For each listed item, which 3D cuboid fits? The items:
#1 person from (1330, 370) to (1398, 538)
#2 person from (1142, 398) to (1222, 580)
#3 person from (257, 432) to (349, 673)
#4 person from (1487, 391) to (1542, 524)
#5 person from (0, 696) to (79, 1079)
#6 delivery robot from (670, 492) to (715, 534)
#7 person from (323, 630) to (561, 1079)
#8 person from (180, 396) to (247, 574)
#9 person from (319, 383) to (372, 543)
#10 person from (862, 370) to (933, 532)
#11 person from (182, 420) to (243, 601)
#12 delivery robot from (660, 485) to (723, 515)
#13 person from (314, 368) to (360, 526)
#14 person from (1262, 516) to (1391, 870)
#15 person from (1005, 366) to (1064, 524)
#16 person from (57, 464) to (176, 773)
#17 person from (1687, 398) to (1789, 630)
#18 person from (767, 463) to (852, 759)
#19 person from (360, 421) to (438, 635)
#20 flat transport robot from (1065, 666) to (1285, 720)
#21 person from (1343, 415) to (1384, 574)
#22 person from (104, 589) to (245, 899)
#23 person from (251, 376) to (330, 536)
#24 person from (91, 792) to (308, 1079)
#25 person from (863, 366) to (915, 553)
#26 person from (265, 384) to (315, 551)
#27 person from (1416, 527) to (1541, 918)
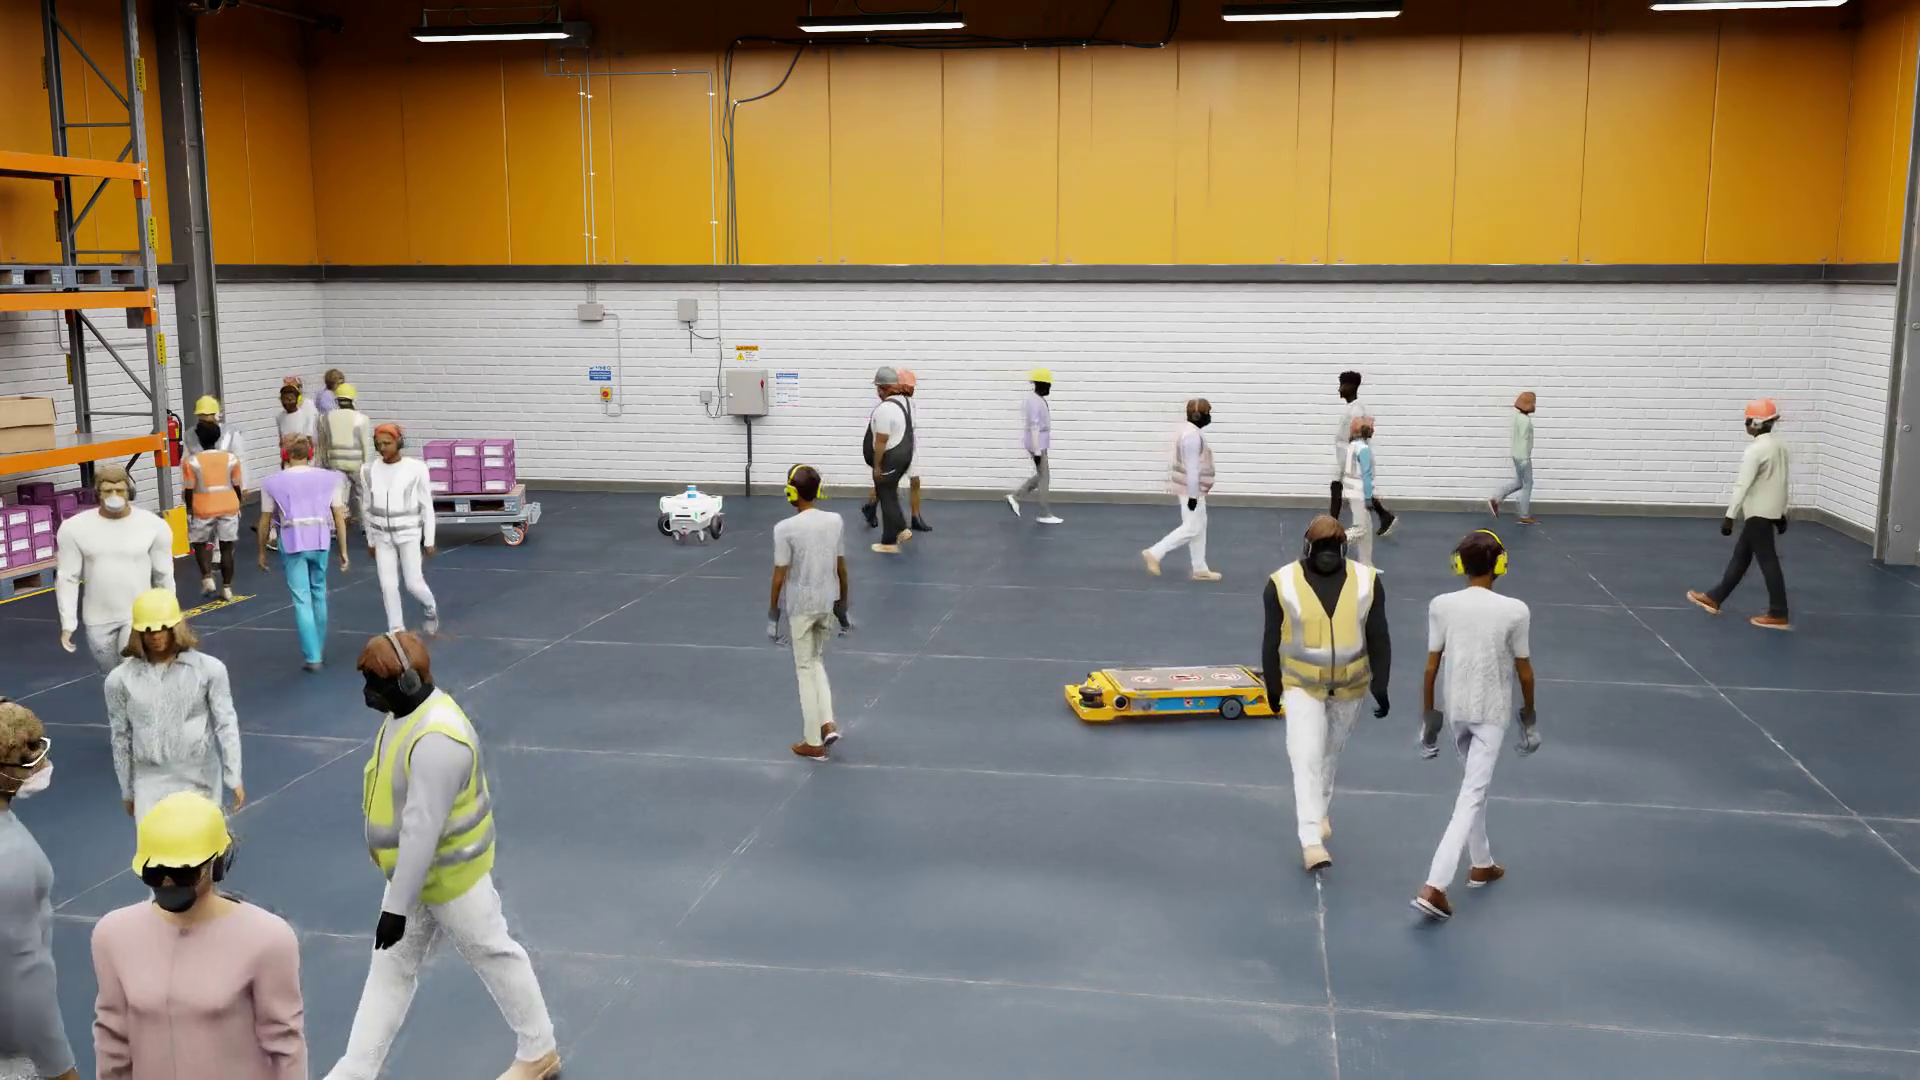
[{"bbox_3d":[4.509,-0.965,18.886,0.903,1.939,0.614,1,9,4],"label":"person"},{"bbox_3d":[2.194,-0.487,16.276,0.714,1.822,0.634,1,9,4],"label":"person"},{"bbox_3d":[-5.074,0.082,12.777,0.590,1.807,0.847,-7,12,-39],"label":"person"},{"bbox_3d":[6.722,-0.991,20.027,0.550,1.613,0.511,1,9,7],"label":"person"},{"bbox_3d":[-2.623,1.352,4.571,0.449,1.914,0.646,-8,12,-42],"label":"person"},{"bbox_3d":[-3.005,-0.290,18.674,0.477,0.478,0.707,1,9,8],"label":"delivery robot"},{"bbox_3d":[-1.907,1.202,5.950,0.999,1.783,0.637,-6,11,-33],"label":"person"},{"bbox_3d":[-7.641,-0.595,17.051,0.613,1.792,0.929,0,9,-2],"label":"person"},{"bbox_3d":[-6.922,-0.869,18.764,0.595,1.796,0.915,-1,9,-3],"label":"person"},{"bbox_3d":[-0.743,-1.056,19.552,0.858,1.910,0.549,7,11,35],"label":"person"},{"bbox_3d":[-6.868,-0.263,15.319,0.534,1.688,0.370,-7,11,-37],"label":"person"},{"bbox_3d":[-3.110,-0.390,19.295,0.707,0.478,0.477,-1,9,-4],"label":"delivery robot"},{"bbox_3d":[-7.447,-1.084,19.756,0.633,1.898,0.638,-6,11,-34],"label":"person"},{"bbox_3d":[1.897,0.764,8.621,0.624,1.787,1.008,0,9,0],"label":"person"},{"bbox_3d":[0.915,-1.146,20.063,0.636,1.910,0.606,1,9,6],"label":"person"},{"bbox_3d":[-5.119,0.472,10.144,0.636,1.894,1.033,-3,10,-19],"label":"person"},{"bbox_3d":[6.757,-0.241,14.330,0.652,1.946,0.981,-9,12,-43],"label":"person"},{"bbox_3d":[-0.955,0.447,10.364,0.561,1.855,0.400,-8,12,-40],"label":"person"},{"bbox_3d":[-4.464,-0.030,13.299,0.573,1.867,0.679,1,9,4],"label":"person"},{"bbox_3d":[1.488,1.050,11.527,1.431,0.197,0.652,-1,9,-7],"label":"flat transport robot"},{"bbox_3d":[3.922,-0.436,16.571,0.646,1.617,0.521,1,9,4],"label":"person"},{"bbox_3d":[-3.372,1.041,7.171,0.505,1.693,0.903,-4,10,-26],"label":"person"},{"bbox_3d":[-7.595,-0.952,19.071,0.644,1.851,0.977,7,12,39],"label":"person"},{"bbox_3d":[-1.934,1.482,4.240,0.550,1.750,0.361,0,9,-2],"label":"person"},{"bbox_3d":[-0.792,-0.871,17.970,0.535,2.000,0.703,3,10,21],"label":"person"},{"bbox_3d":[-7.279,-0.776,18.103,0.483,1.818,0.938,2,9,9],"label":"person"},{"bbox_3d":[2.432,0.864,7.940,0.953,1.829,0.519,-8,12,-42],"label":"person"}]
